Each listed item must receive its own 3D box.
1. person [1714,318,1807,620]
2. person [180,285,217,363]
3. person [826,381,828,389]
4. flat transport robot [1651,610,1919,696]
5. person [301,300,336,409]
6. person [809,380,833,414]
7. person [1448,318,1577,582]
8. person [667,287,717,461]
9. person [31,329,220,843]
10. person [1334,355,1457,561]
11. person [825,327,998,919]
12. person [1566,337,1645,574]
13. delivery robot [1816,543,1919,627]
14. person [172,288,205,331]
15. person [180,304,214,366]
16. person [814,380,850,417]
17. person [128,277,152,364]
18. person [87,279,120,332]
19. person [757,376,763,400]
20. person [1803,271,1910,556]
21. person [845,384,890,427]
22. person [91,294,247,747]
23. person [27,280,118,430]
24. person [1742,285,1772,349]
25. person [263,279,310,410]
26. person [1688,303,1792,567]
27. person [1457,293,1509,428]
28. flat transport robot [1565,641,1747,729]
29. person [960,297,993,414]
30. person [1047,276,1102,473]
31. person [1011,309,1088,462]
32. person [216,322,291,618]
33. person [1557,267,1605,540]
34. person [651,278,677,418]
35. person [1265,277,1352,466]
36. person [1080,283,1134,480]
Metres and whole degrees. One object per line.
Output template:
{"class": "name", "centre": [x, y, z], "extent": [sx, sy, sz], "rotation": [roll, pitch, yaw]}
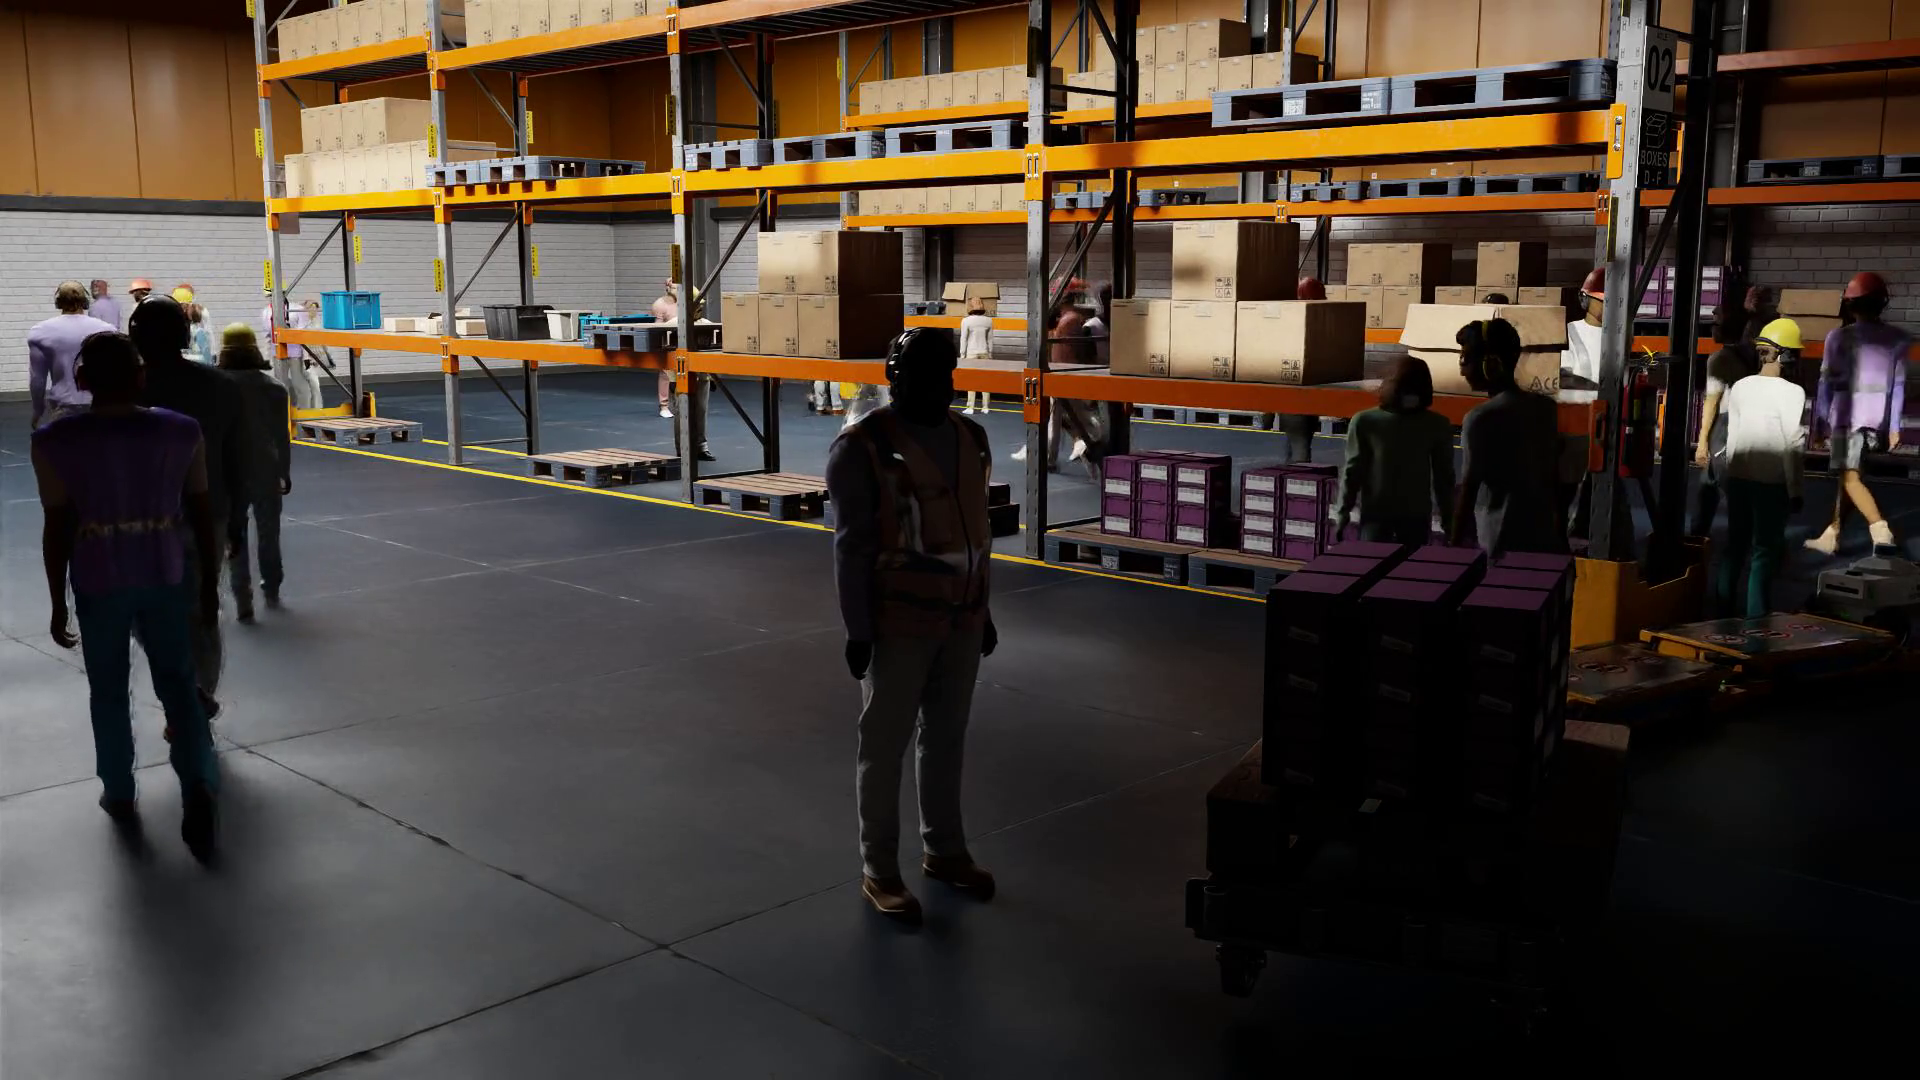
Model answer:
{"class": "person", "centre": [4.352, -0.310, 8.984], "extent": [0.343, 1.759, 0.533], "rotation": [-2, 10, -14]}
{"class": "person", "centre": [-10.572, -2.582, 22.796], "extent": [0.633, 1.816, 1.069], "rotation": [-2, 9, -12]}
{"class": "person", "centre": [-2.068, -3.268, 27.495], "extent": [0.499, 1.633, 0.283], "rotation": [8, 12, 39]}
{"class": "flat transport robot", "centre": [4.048, 0.547, 8.267], "extent": [1.431, 0.197, 0.652], "rotation": [-4, 10, -25]}
{"class": "person", "centre": [-8.403, -2.317, 21.713], "extent": [0.754, 1.606, 0.532], "rotation": [3, 10, 16]}
{"class": "person", "centre": [-1.878, -2.586, 23.145], "extent": [0.542, 1.687, 0.382], "rotation": [3, 10, 17]}
{"class": "person", "centre": [2.088, 0.054, 6.515], "extent": [0.563, 1.829, 0.792], "rotation": [-7, 12, -37]}
{"class": "person", "centre": [-2.793, -1.717, 17.379], "extent": [0.404, 1.831, 0.600], "rotation": [9, 13, 44]}
{"class": "person", "centre": [-2.929, 0.164, 5.918], "extent": [0.576, 1.818, 0.867], "rotation": [-7, 12, -38]}
{"class": "person", "centre": [2.094, -0.084, 8.006], "extent": [0.563, 1.607, 0.486], "rotation": [1, 9, 8]}
{"class": "person", "centre": [-0.116, 0.252, 5.275], "extent": [0.633, 1.842, 0.429], "rotation": [-9, 13, -43]}
{"class": "person", "centre": [4.260, -0.548, 10.892], "extent": [0.677, 1.609, 0.529], "rotation": [3, 10, 18]}
{"class": "delivery robot", "centre": [4.926, 0.259, 8.881], "extent": [0.707, 0.478, 0.477], "rotation": [-5, 11, -29]}
{"class": "person", "centre": [-9.348, -2.188, 20.384], "extent": [0.759, 1.800, 0.592], "rotation": [-3, 10, -19]}
{"class": "person", "centre": [-9.155, -2.038, 20.051], "extent": [0.534, 1.597, 0.803], "rotation": [7, 12, 38]}
{"class": "person", "centre": [-1.797, -2.656, 22.821], "extent": [0.629, 1.936, 0.373], "rotation": [6, 11, 31]}
{"class": "person", "centre": [-10.706, -2.516, 22.034], "extent": [0.592, 1.910, 0.586], "rotation": [0, 9, 0]}
{"class": "person", "centre": [-12.357, -2.842, 24.134], "extent": [0.822, 1.883, 0.650], "rotation": [0, 9, 0]}
{"class": "person", "centre": [-2.947, -2.955, 25.205], "extent": [0.540, 1.750, 0.387], "rotation": [-8, 12, -41]}
{"class": "person", "centre": [6.214, -0.832, 11.426], "extent": [0.616, 2.015, 0.950], "rotation": [-2, 9, -10]}
{"class": "person", "centre": [-0.994, -2.132, 19.789], "extent": [0.980, 1.871, 0.604], "rotation": [4, 10, 22]}
{"class": "person", "centre": [-3.209, -0.048, 6.869], "extent": [0.530, 1.923, 0.632], "rotation": [8, 12, 41]}
{"class": "person", "centre": [-6.758, -1.010, 12.733], "extent": [0.689, 1.939, 0.422], "rotation": [-5, 10, -26]}
{"class": "person", "centre": [7.658, -1.520, 16.082], "extent": [0.660, 1.874, 0.704], "rotation": [3, 10, 17]}
{"class": "person", "centre": [-8.439, -2.322, 20.839], "extent": [0.601, 1.915, 0.430], "rotation": [2, 9, 12]}
{"class": "person", "centre": [5.193, -0.683, 11.127], "extent": [0.511, 1.811, 0.939], "rotation": [-6, 11, -34]}
{"class": "person", "centre": [4.272, -1.084, 13.508], "extent": [0.660, 1.823, 0.595], "rotation": [-5, 10, -28]}
{"class": "flat transport robot", "centre": [2.836, 0.678, 7.465], "extent": [1.431, 0.197, 0.652], "rotation": [-6, 11, -34]}
{"class": "person", "centre": [0.227, -2.569, 23.234], "extent": [0.500, 1.628, 0.276], "rotation": [-4, 10, -26]}
{"class": "person", "centre": [1.169, -1.615, 16.394], "extent": [0.933, 1.962, 0.619], "rotation": [2, 10, 14]}
{"class": "person", "centre": [0.961, -1.641, 17.425], "extent": [0.824, 1.664, 0.537], "rotation": [5, 11, 30]}
{"class": "person", "centre": [-4.167, -0.398, 9.723], "extent": [0.505, 1.725, 0.749], "rotation": [-4, 10, -21]}
{"class": "person", "centre": [3.987, -0.695, 10.501], "extent": [0.605, 2.033, 0.392], "rotation": [-5, 10, -26]}
{"class": "person", "centre": [-3.899, -2.625, 22.724], "extent": [0.402, 1.904, 0.652], "rotation": [6, 11, 35]}
{"class": "person", "centre": [2.765, -1.077, 13.077], "extent": [0.633, 1.941, 0.996], "rotation": [-5, 10, -27]}
{"class": "person", "centre": [1.339, -1.406, 15.275], "extent": [0.604, 1.897, 0.650], "rotation": [-7, 12, -38]}
